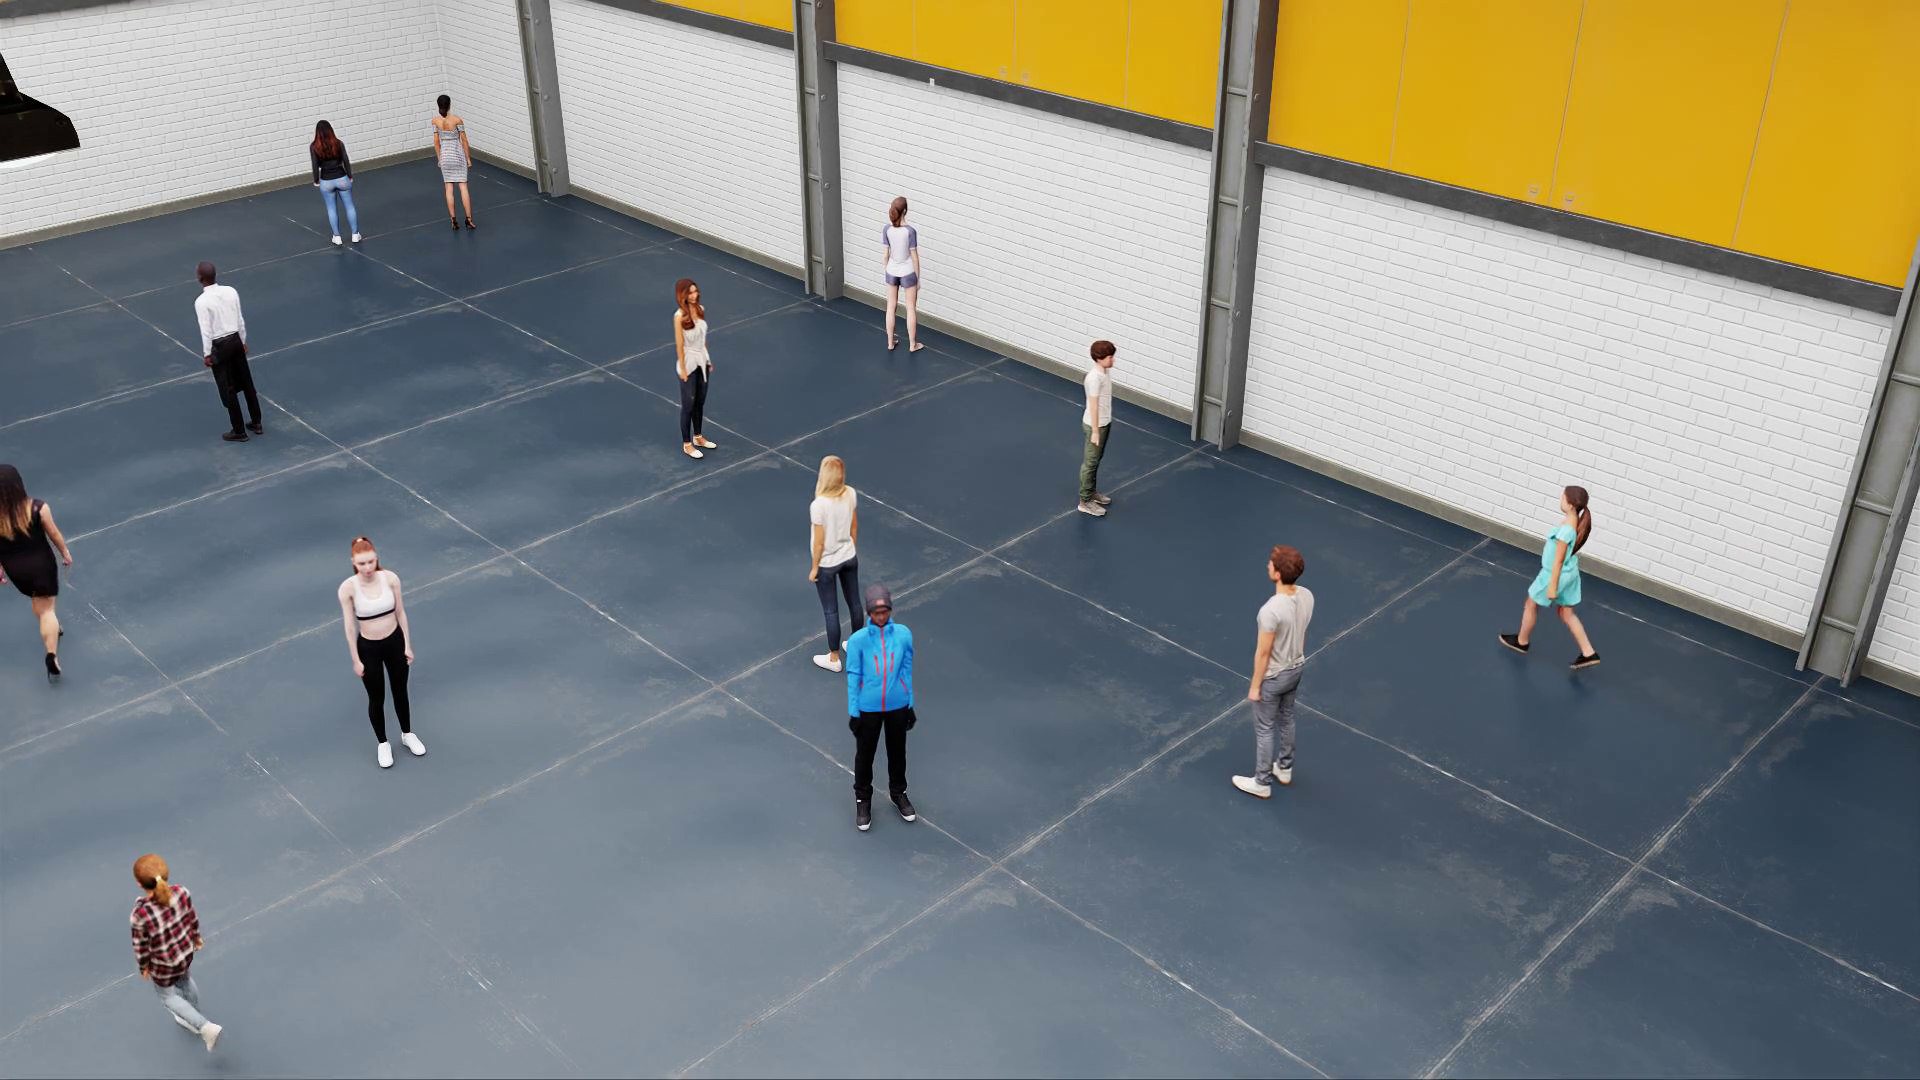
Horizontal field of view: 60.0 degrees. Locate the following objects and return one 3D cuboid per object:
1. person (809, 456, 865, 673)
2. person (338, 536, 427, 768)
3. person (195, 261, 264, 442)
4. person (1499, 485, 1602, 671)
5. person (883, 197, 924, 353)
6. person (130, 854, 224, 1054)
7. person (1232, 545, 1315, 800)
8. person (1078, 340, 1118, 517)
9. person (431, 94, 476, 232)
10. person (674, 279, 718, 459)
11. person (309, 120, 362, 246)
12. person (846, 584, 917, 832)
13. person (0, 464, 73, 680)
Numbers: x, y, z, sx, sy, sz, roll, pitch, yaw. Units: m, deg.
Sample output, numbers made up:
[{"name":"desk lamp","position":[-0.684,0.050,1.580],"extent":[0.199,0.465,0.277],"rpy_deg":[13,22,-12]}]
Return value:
[{"name":"person","position":[-0.940,0.173,12.734],"extent":[0.605,1.808,0.500],"rpy_deg":[-24,37,-37]},{"name":"person","position":[-4.077,0.773,11.703],"extent":[0.618,1.741,0.571],"rpy_deg":[-19,34,-31]},{"name":"person","position":[-7.258,-1.873,16.455],"extent":[0.633,1.836,0.695],"rpy_deg":[15,32,25]},{"name":"person","position":[4.667,0.313,12.766],"extent":[0.573,1.531,1.042],"rpy_deg":[-24,37,-36]},{"name":"person","position":[-0.654,-2.960,18.520],"extent":[0.636,1.768,0.727],"rpy_deg":[9,30,16]},{"name":"person","position":[-4.384,2.334,9.311],"extent":[0.809,1.292,0.647],"rpy_deg":[15,32,26]},{"name":"person","position":[2.171,0.898,11.316],"extent":[0.641,1.893,0.536],"rpy_deg":[-25,37,-38]},{"name":"person","position":[1.247,-1.048,15.135],"extent":[0.668,1.653,0.662],"rpy_deg":[9,30,16]},{"name":"person","position":[-6.809,-5.069,22.329],"extent":[0.677,1.822,0.731],"rpy_deg":[-1,29,-1]},{"name":"person","position":[-2.603,-1.688,16.171],"extent":[0.603,1.785,0.638],"rpy_deg":[15,32,26]},{"name":"person","position":[-8.227,-4.714,21.875],"extent":[0.717,1.633,0.697],"rpy_deg":[-11,30,-19]},{"name":"person","position":[-0.525,1.091,11.066],"extent":[0.696,1.794,0.692],"rpy_deg":[-9,30,-16]},{"name":"person","position":[-7.079,0.276,12.690],"extent":[0.952,1.670,1.160],"rpy_deg":[-10,30,-17]}]
